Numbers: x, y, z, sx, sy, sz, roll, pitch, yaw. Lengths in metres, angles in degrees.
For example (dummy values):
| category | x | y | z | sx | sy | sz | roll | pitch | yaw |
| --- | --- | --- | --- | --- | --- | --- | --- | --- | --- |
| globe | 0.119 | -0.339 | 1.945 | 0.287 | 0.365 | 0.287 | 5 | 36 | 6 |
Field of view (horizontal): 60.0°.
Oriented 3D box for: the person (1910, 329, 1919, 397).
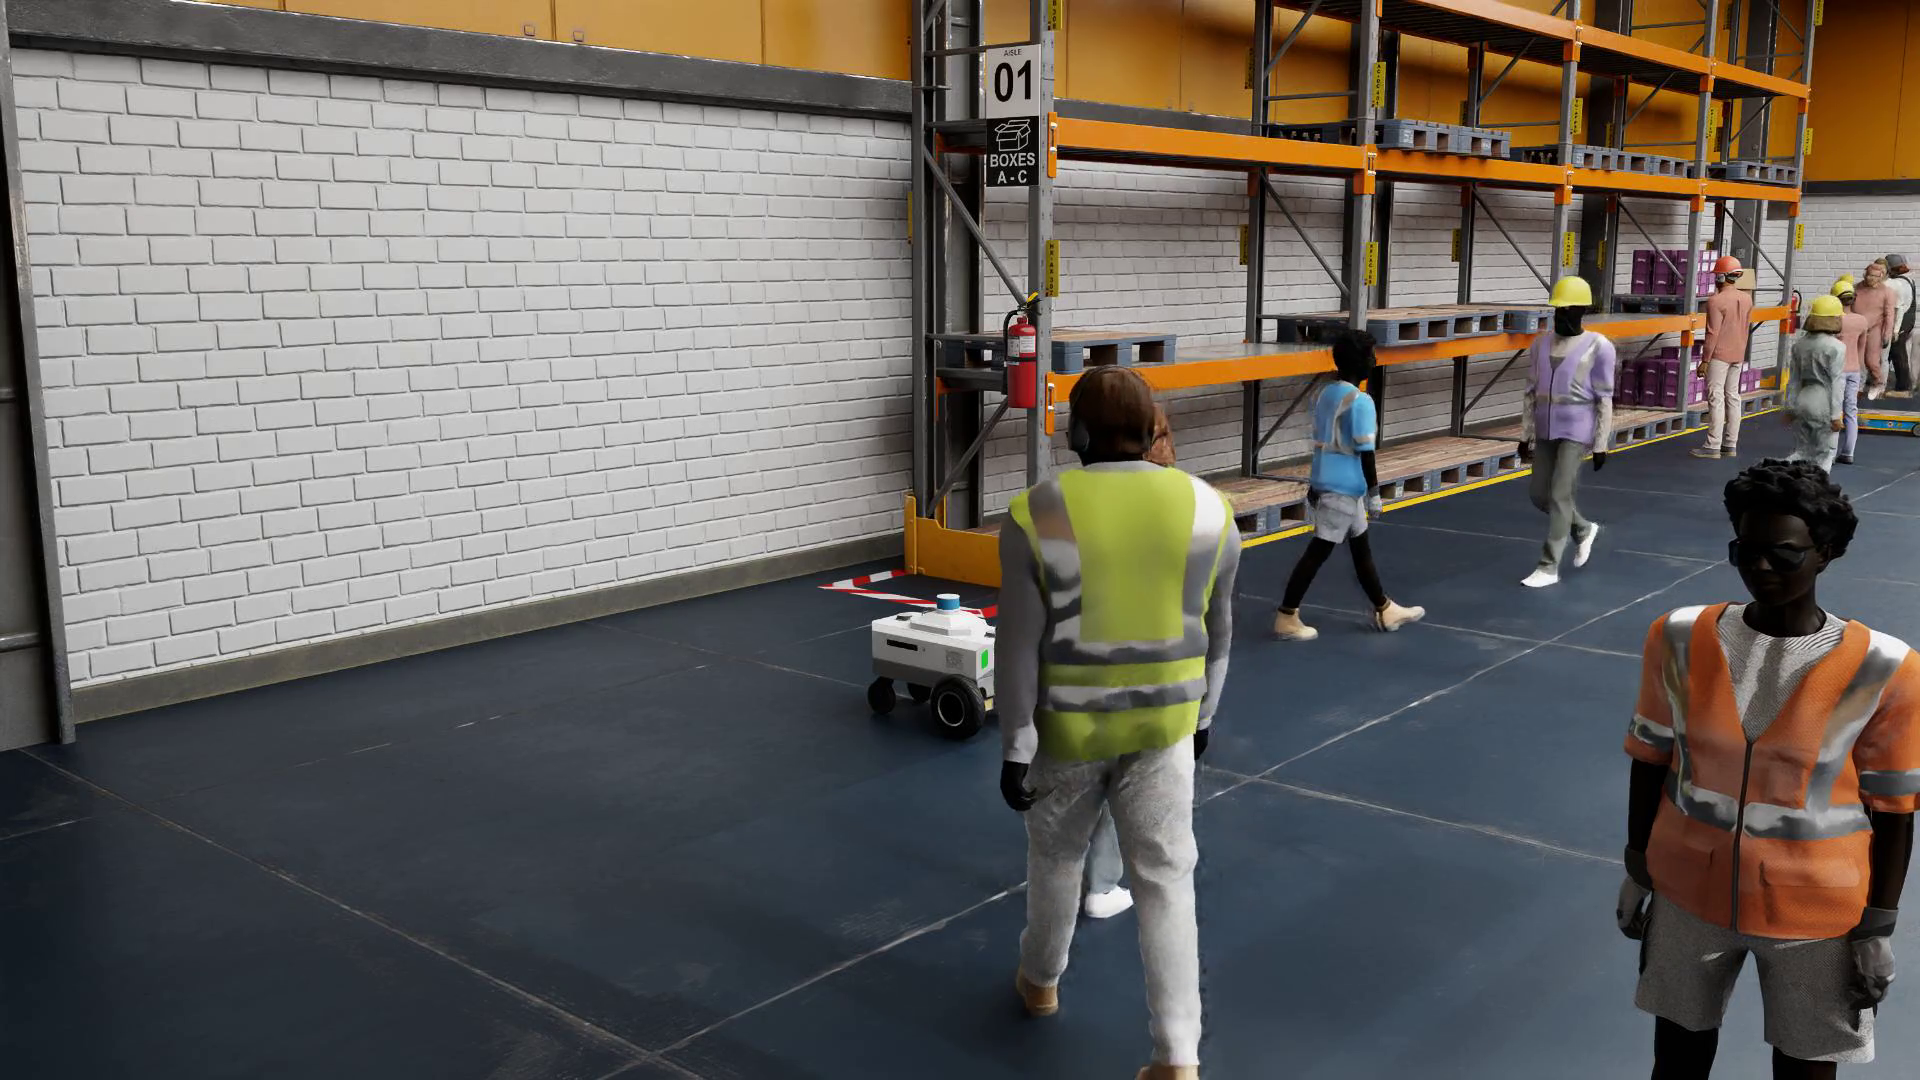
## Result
| category | x | y | z | sx | sy | sz | roll | pitch | yaw |
| --- | --- | --- | --- | --- | --- | --- | --- | --- | --- |
| person | 9.262 | -1.474 | 15.701 | 0.551 | 1.604 | 0.553 | 6 | 12 | 32 |

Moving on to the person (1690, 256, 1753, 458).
| category | x | y | z | sx | sy | sz | roll | pitch | yaw |
| --- | --- | --- | --- | --- | --- | --- | --- | --- | --- |
| person | 7.558 | -1.807 | 16.497 | 0.611 | 1.996 | 0.379 | -6 | 11 | -29 |

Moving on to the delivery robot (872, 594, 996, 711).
| category | x | y | z | sx | sy | sz | roll | pitch | yaw |
| --- | --- | --- | --- | --- | --- | --- | --- | --- | --- |
| delivery robot | -0.053 | 0.480 | 7.311 | 0.707 | 0.478 | 0.477 | 8 | 13 | 40 |

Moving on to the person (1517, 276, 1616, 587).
| category | x | y | z | sx | sy | sz | roll | pitch | yaw |
| --- | --- | --- | --- | --- | --- | --- | --- | --- | --- |
| person | 3.770 | -0.673 | 10.284 | 0.710 | 1.911 | 0.597 | -6 | 11 | -30 |

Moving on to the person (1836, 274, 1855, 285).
| category | x | y | z | sx | sy | sz | roll | pitch | yaw |
| --- | --- | --- | --- | --- | --- | --- | --- | --- | --- |
| person | 12.278 | -2.847 | 23.238 | 0.543 | 1.706 | 0.747 | 6 | 12 | 31 |

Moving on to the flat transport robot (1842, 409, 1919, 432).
| category | x | y | z | sx | sy | sz | roll | pitch | yaw |
| --- | --- | --- | --- | --- | --- | --- | --- | --- | --- |
| flat transport robot | 10.501 | -1.330 | 18.688 | 1.431 | 0.197 | 0.652 | 8 | 13 | 40 |

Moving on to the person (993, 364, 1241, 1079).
| category | x | y | z | sx | sy | sz | roll | pitch | yaw |
| --- | --- | --- | --- | --- | --- | --- | --- | --- | --- |
| person | 0.395 | 0.463 | 4.160 | 0.641 | 1.798 | 0.963 | -2 | 10 | -11 |

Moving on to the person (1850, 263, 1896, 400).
| category | x | y | z | sx | sy | sz | roll | pitch | yaw |
| --- | --- | --- | --- | --- | --- | --- | --- | --- | --- |
| person | 12.118 | -2.772 | 22.333 | 0.621 | 1.883 | 0.769 | -10 | 14 | -43 |

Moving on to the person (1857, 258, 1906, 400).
| category | x | y | z | sx | sy | sz | roll | pitch | yaw |
| --- | --- | --- | --- | --- | --- | --- | --- | --- | --- |
| person | 12.551 | -2.883 | 22.786 | 0.629 | 1.940 | 0.372 | 8 | 13 | 40 |

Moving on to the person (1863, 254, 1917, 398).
| category | x | y | z | sx | sy | sz | roll | pitch | yaw |
| --- | --- | --- | --- | --- | --- | --- | --- | --- | --- |
| person | 12.940 | -3.017 | 23.257 | 0.892 | 2.000 | 0.686 | 9 | 13 | 41 |

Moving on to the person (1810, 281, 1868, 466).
| category | x | y | z | sx | sy | sz | roll | pitch | yaw |
| --- | --- | --- | --- | --- | --- | --- | --- | --- | --- |
| person | 8.410 | -1.588 | 15.929 | 0.523 | 1.760 | 0.327 | -3 | 11 | -18 |

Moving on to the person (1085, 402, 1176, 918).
| category | x | y | z | sx | sy | sz | roll | pitch | yaw |
| --- | --- | --- | --- | --- | --- | --- | --- | --- | --- |
| person | 0.578 | 0.349 | 5.330 | 0.503 | 1.602 | 0.797 | 7 | 12 | 35 |

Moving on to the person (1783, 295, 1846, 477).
| category | x | y | z | sx | sy | sz | roll | pitch | yaw |
| --- | --- | --- | --- | --- | --- | --- | --- | --- | --- |
| person | 6.403 | -0.977 | 12.541 | 0.550 | 1.729 | 0.490 | -2 | 10 | -14 |

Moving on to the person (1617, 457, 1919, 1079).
| category | x | y | z | sx | sy | sz | roll | pitch | yaw |
| --- | --- | --- | --- | --- | --- | --- | --- | --- | --- |
| person | 1.505 | 0.687 | 3.146 | 0.535 | 1.697 | 0.318 | 8 | 13 | 40 |

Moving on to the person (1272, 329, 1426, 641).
| category | x | y | z | sx | sy | sz | roll | pitch | yaw |
| --- | --- | --- | --- | --- | --- | --- | --- | --- | --- |
| person | 2.061 | -0.280 | 8.779 | 0.877 | 1.642 | 0.548 | -1 | 10 | -7 |
